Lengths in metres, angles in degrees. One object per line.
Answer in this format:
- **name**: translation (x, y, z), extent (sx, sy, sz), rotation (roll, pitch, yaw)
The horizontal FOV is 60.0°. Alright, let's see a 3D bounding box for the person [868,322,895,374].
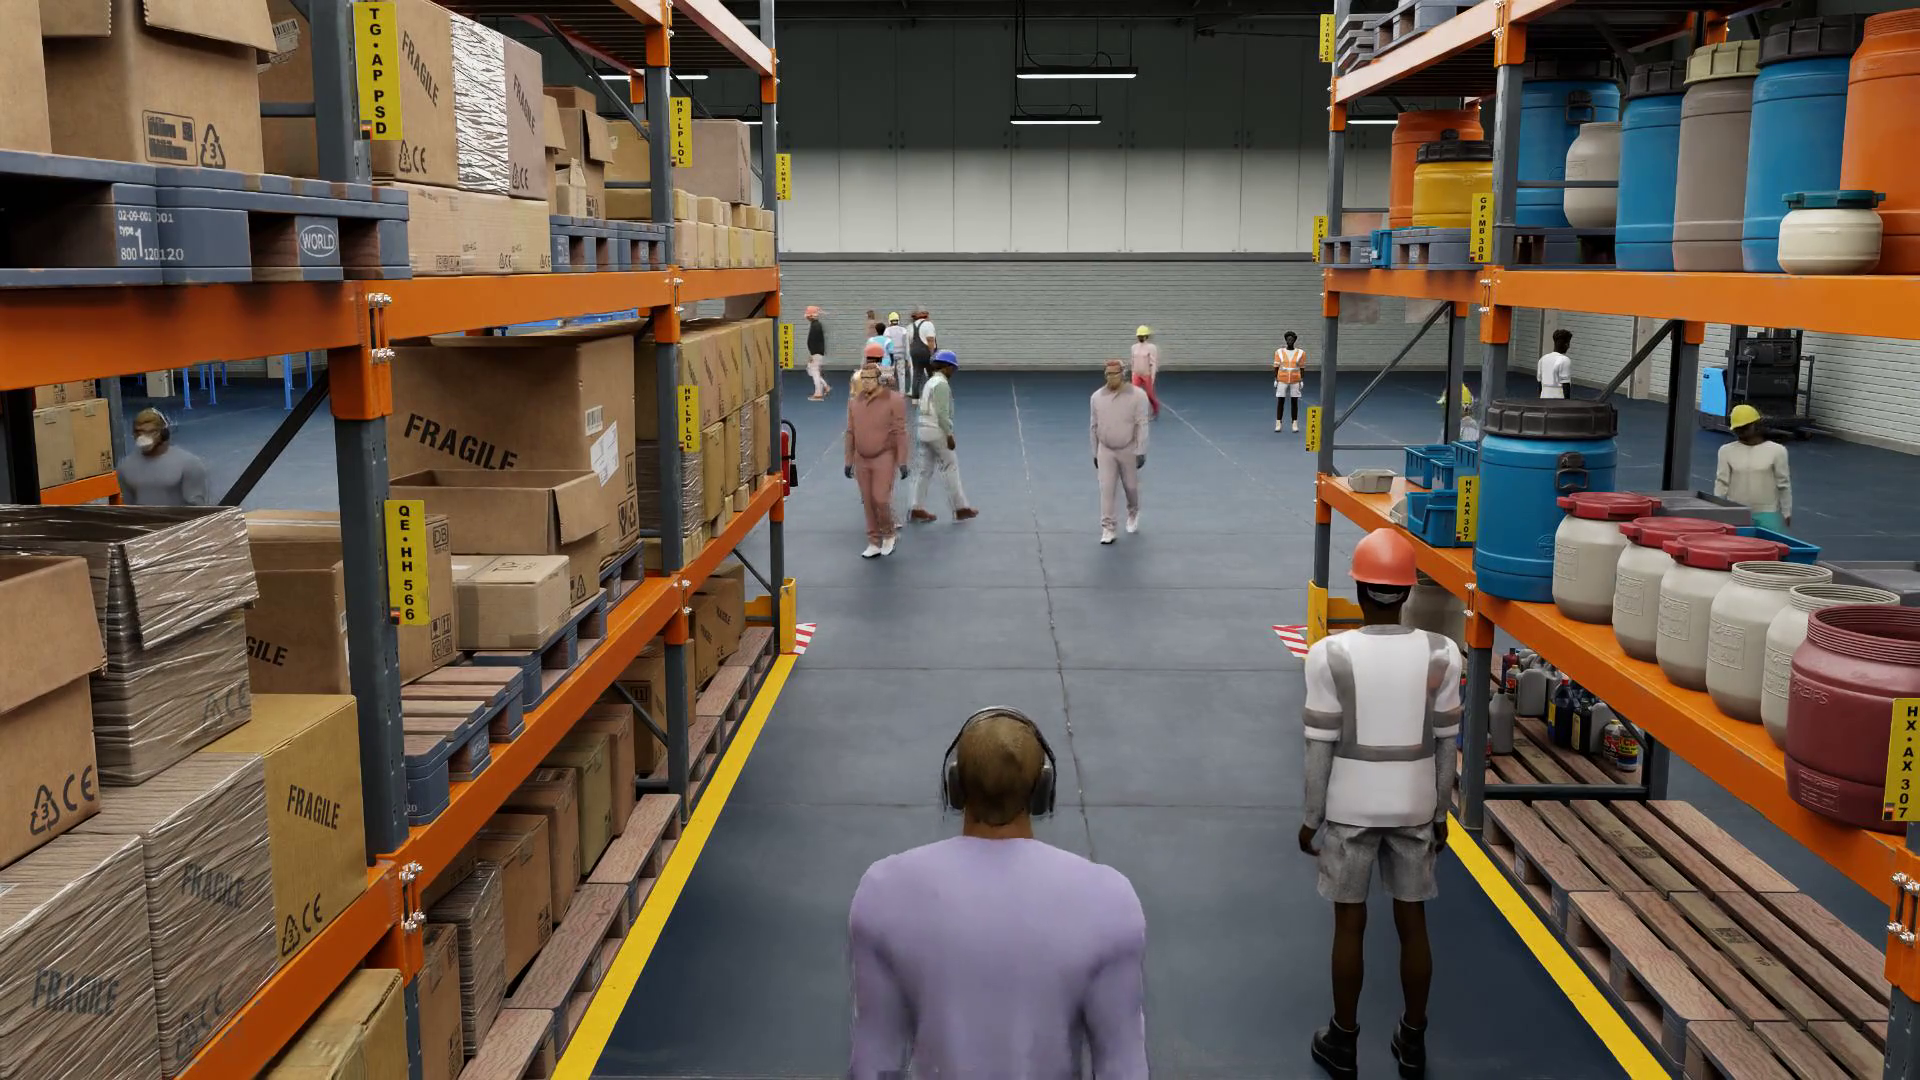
- **person**: translation (-1.554, -3.440, 32.724), extent (0.546, 1.674, 0.391), rotation (2, 10, 15)

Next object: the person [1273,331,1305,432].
- **person**: translation (5.560, -2.677, 28.111), extent (0.535, 1.697, 0.318), rotation (1, 10, 8)

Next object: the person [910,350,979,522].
- **person**: translation (-0.165, -1.156, 18.417), extent (0.873, 1.888, 0.637), rotation (-3, 10, -18)

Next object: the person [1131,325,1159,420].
- **person**: translation (3.310, -2.972, 29.743), extent (0.533, 1.735, 0.801), rotation (7, 12, 35)

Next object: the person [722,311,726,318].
- **person**: translation (-5.069, -4.121, 36.402), extent (0.647, 1.826, 0.756), rotation (-3, 10, -18)

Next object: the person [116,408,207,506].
- **person**: translation (-5.333, 0.061, 11.147), extent (0.650, 1.886, 1.022), rotation (0, 9, 3)

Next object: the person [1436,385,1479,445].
- **person**: translation (4.314, -0.463, 14.502), extent (0.419, 1.816, 0.590), rotation (1, 10, 4)

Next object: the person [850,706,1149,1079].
- **person**: translation (0.066, 1.320, 3.487), extent (0.642, 1.925, 0.655), rotation (1, 10, 8)

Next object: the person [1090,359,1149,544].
- **person**: translation (1.653, -0.945, 17.213), extent (0.635, 1.878, 0.885), rotation (3, 10, 17)

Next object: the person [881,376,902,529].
- **person**: translation (-0.820, -0.945, 17.913), extent (0.310, 1.636, 0.522), rotation (-4, 10, -24)

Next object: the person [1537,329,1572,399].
- **person**: translation (8.049, -1.865, 22.460), extent (0.380, 1.959, 0.603), rotation (-3, 10, -18)

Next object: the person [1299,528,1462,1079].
- **person**: translation (1.455, 0.922, 5.824), extent (0.542, 1.939, 0.369), rotation (0, 9, 0)

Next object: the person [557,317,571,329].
- **person**: translation (-7.463, -3.425, 31.999), extent (0.936, 1.910, 0.639), rotation (-3, 10, -18)

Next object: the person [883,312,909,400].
- **person**: translation (-1.343, -3.783, 34.326), extent (0.589, 1.833, 0.404), rotation (-2, 10, -13)

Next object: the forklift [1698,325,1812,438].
- **forklift**: translation (13.248, -3.165, 27.620), extent (1.129, 2.768, 1.873), rotation (0, 9, 1)

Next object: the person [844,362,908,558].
- **person**: translation (-0.835, -0.764, 16.057), extent (0.680, 1.891, 0.431), rotation (6, 11, 30)

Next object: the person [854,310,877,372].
- **person**: translation (-2.399, -5.112, 42.955), extent (0.689, 1.616, 0.524), rotation (3, 10, 16)

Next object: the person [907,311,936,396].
- **person**: translation (-0.860, -4.005, 35.716), extent (0.669, 1.820, 0.793), rotation (6, 11, 34)

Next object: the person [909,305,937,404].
- **person**: translation (-0.722, -3.776, 33.792), extent (0.717, 2.000, 0.820), rotation (8, 12, 39)

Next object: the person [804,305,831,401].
- **person**: translation (-2.990, -3.875, 34.460), extent (0.456, 1.967, 0.652), rotation (-1, 10, -5)

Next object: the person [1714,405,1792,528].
- **person**: translation (6.343, -0.226, 13.328), extent (0.569, 1.724, 0.445), rotation (7, 12, 34)

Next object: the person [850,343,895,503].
- **person**: translation (-1.002, -1.414, 19.981), extent (0.578, 1.880, 1.004), rotation (3, 10, 20)
